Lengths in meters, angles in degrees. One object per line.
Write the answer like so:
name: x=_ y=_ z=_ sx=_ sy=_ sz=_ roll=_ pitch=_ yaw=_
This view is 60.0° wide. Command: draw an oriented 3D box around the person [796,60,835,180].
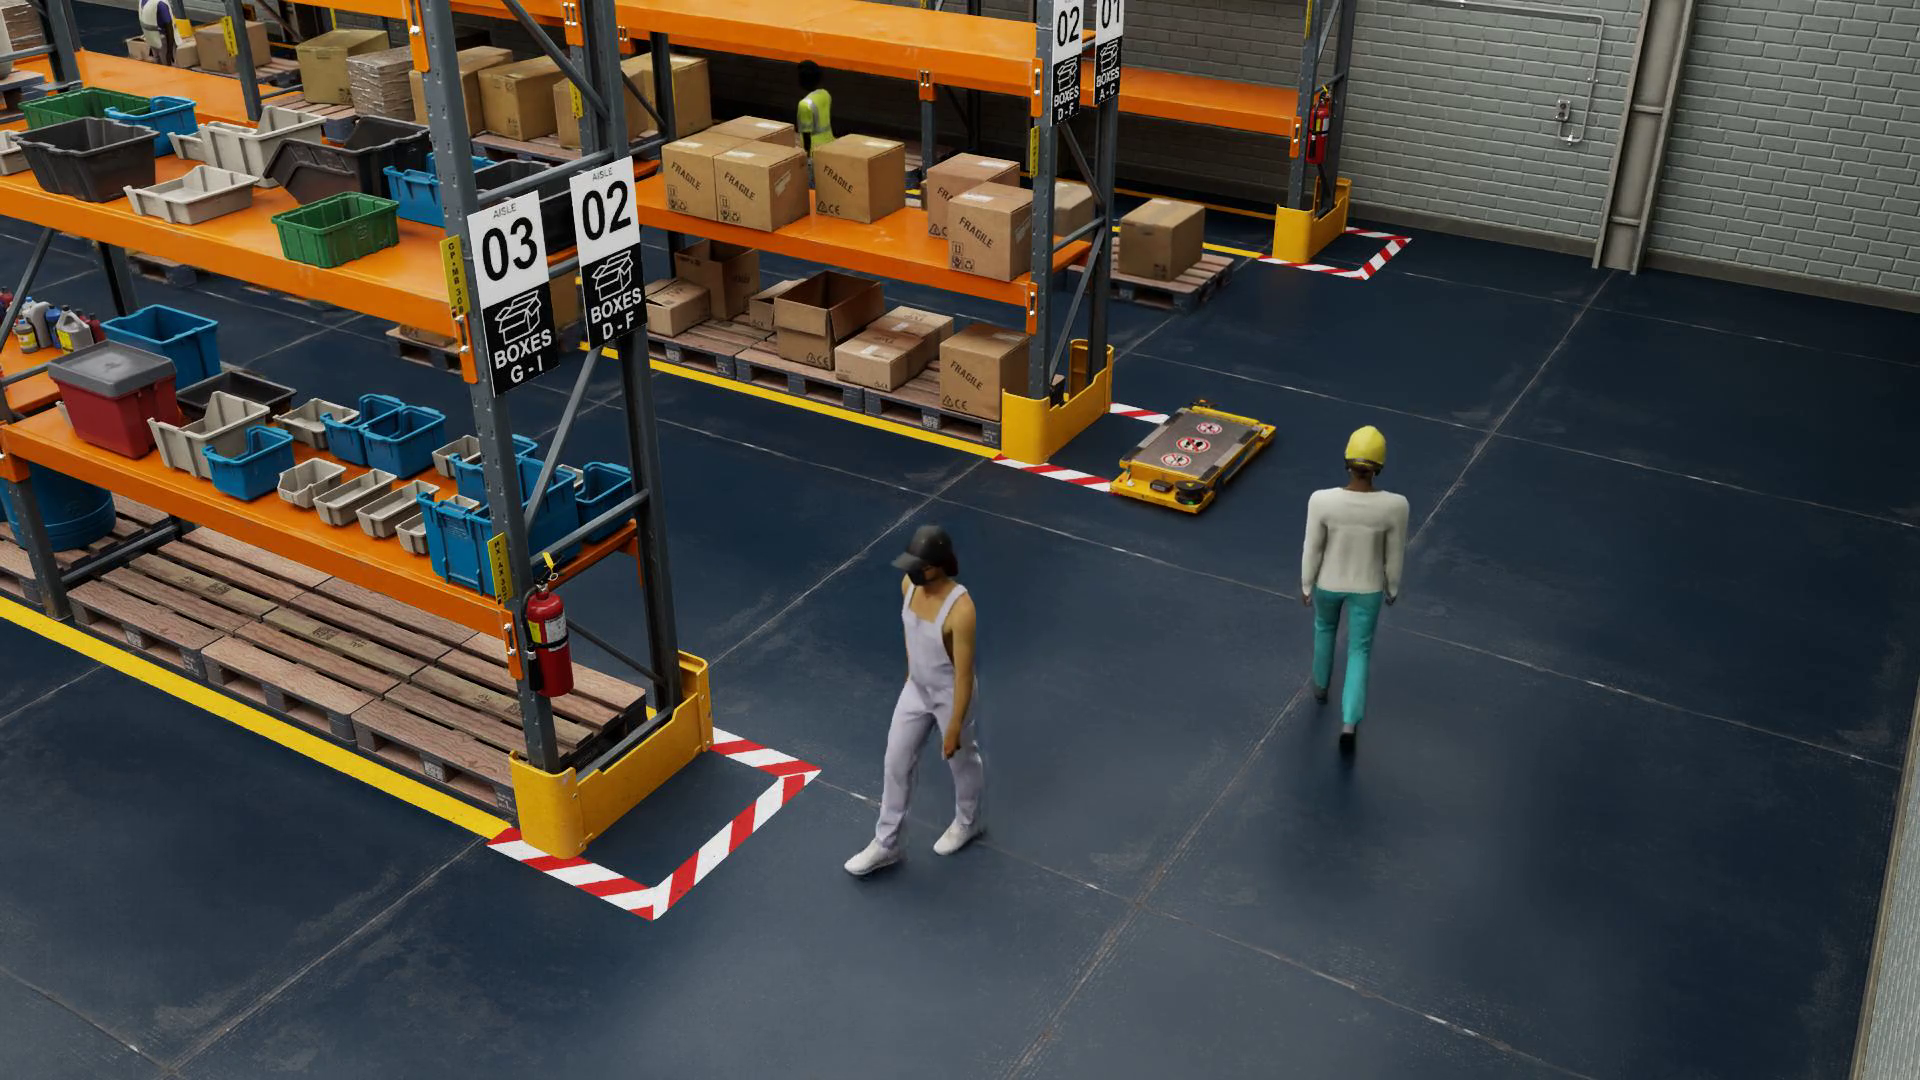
person: x=-1.455 y=-3.758 z=15.942 sx=0.846 sy=1.657 sz=0.545 roll=14 pitch=32 yaw=23

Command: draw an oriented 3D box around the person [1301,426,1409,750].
person: x=2.039 y=0.241 z=8.697 sx=0.519 sy=1.738 sz=0.791 roll=7 pitch=30 yaw=12

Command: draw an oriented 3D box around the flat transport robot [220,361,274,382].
flat transport robot: x=-5.914 y=-1.165 z=12.724 sx=1.431 sy=0.231 sz=0.659 roll=18 pitch=34 yaw=29

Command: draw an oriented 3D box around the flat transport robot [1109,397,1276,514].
flat transport robot: x=1.663 y=-0.609 z=11.726 sx=0.659 sy=0.231 sz=1.431 roll=16 pitch=33 yaw=27

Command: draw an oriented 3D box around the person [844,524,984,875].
person: x=-0.203 y=0.769 z=7.641 sx=0.841 sy=1.830 sz=0.555 roll=-25 pitch=38 yaw=-37

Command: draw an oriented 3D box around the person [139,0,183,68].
person: x=-9.203 y=-5.687 z=19.217 sx=0.390 sy=1.847 sz=0.562 roll=-25 pitch=38 yaw=-38
